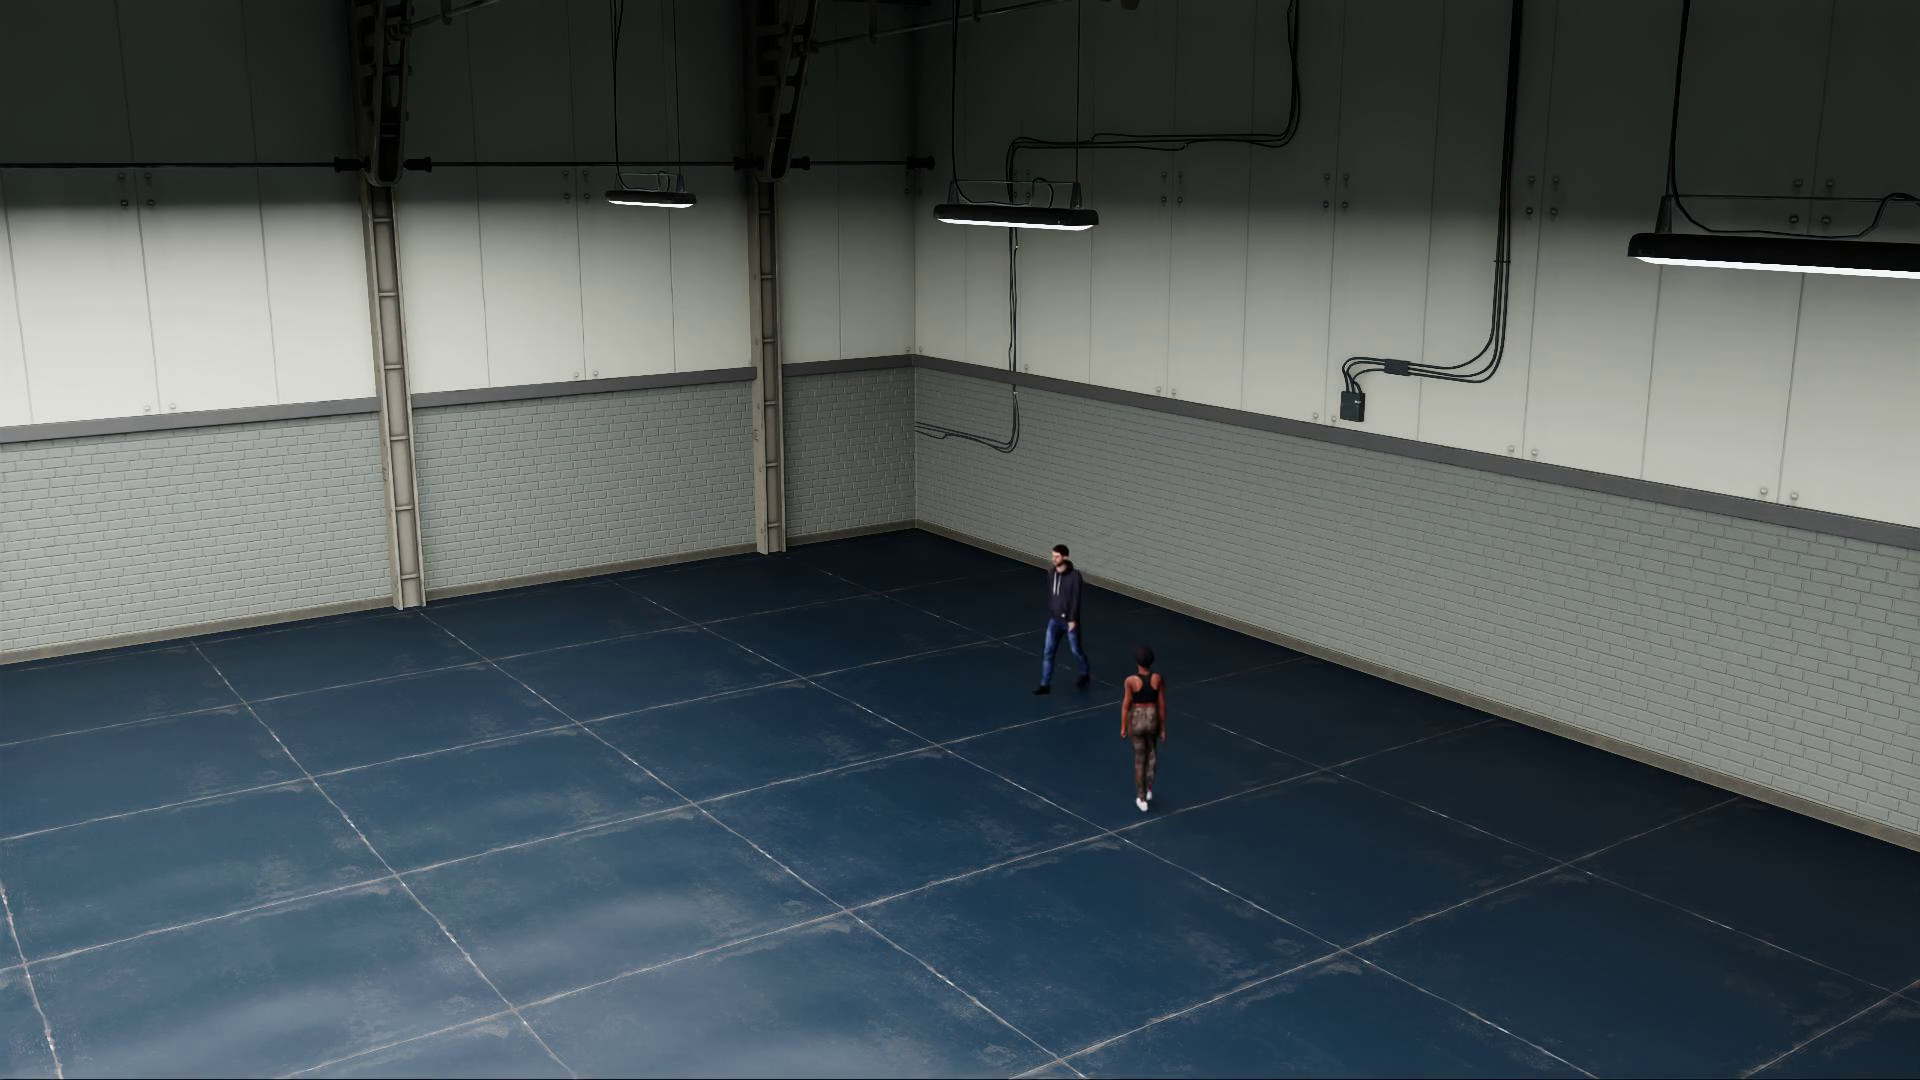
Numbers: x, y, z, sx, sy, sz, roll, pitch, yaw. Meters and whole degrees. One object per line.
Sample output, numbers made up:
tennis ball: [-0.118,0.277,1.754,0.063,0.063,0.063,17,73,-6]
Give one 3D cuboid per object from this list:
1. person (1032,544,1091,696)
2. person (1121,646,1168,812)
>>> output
person: [1.347,0.970,20.204,0.933,1.842,1.287,10,17,37]
person: [1.851,1.896,16.552,0.701,1.686,0.779,-1,13,-4]
